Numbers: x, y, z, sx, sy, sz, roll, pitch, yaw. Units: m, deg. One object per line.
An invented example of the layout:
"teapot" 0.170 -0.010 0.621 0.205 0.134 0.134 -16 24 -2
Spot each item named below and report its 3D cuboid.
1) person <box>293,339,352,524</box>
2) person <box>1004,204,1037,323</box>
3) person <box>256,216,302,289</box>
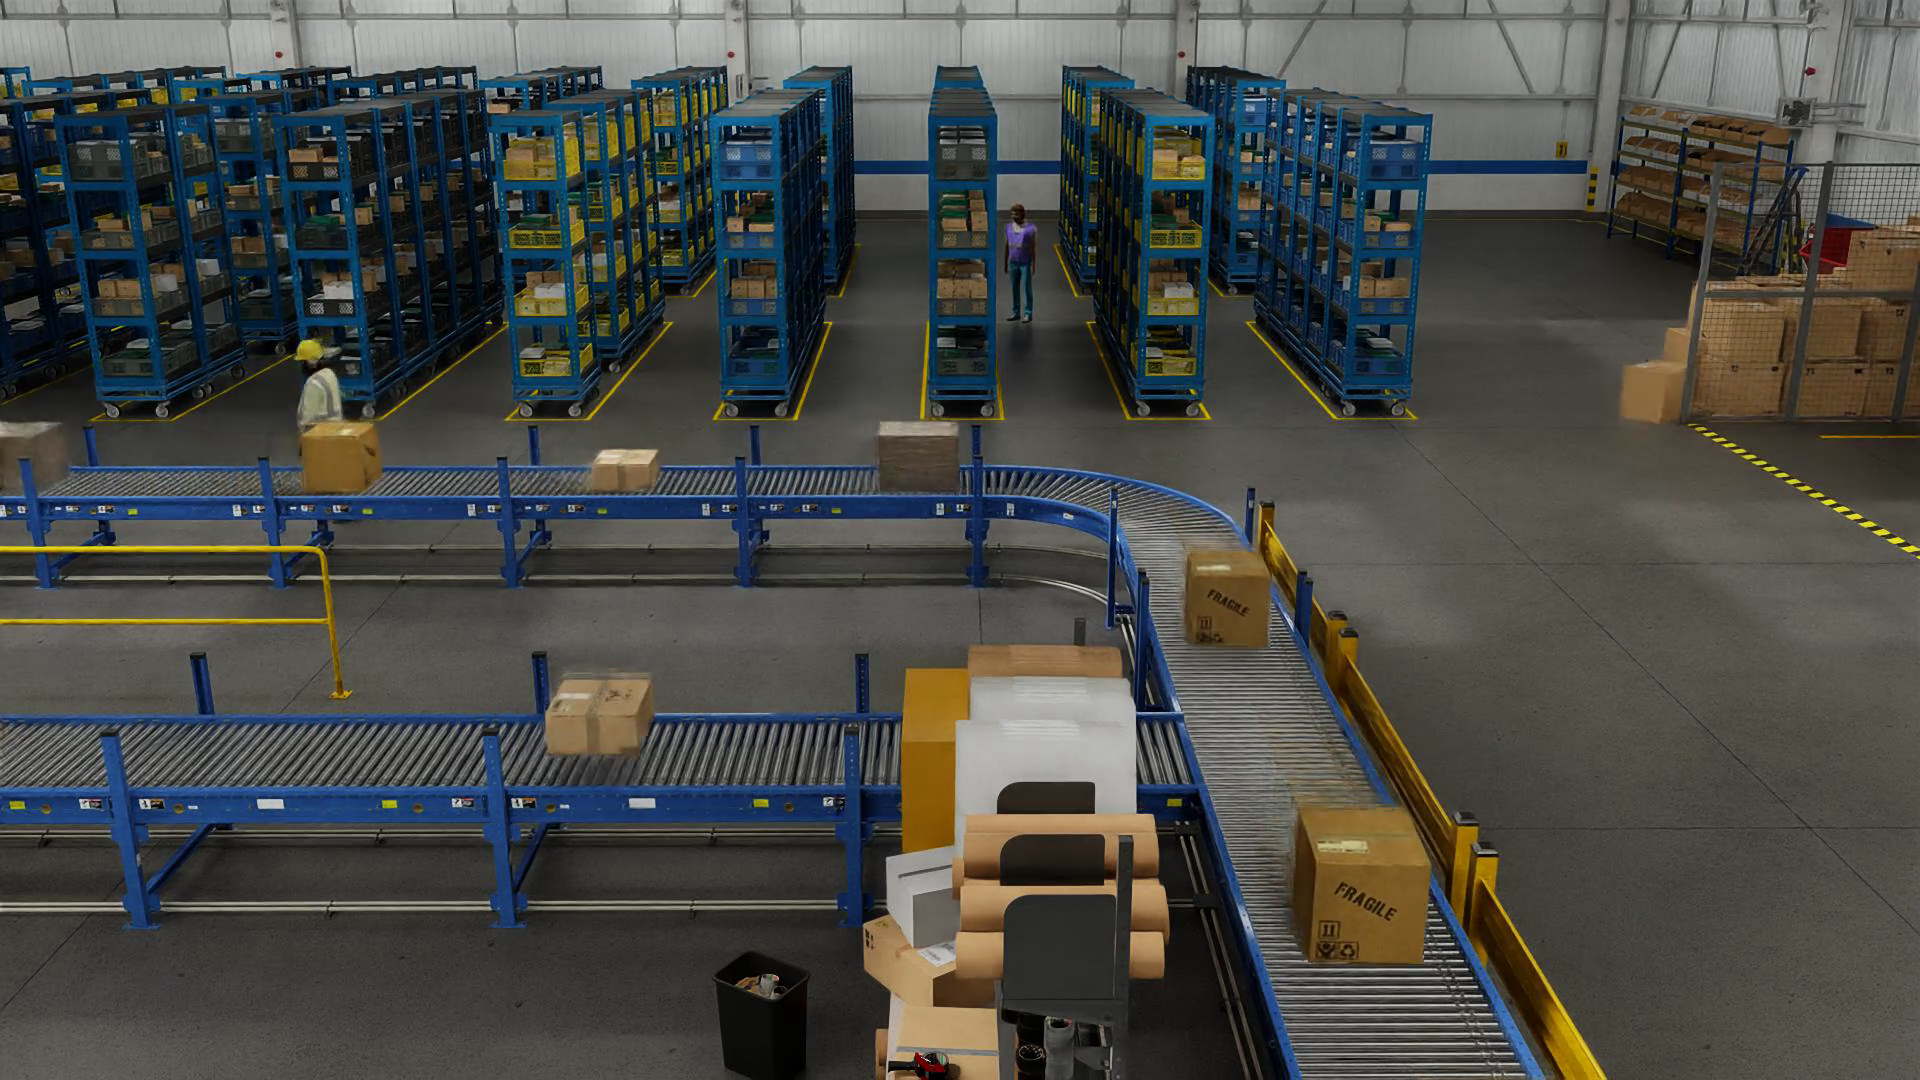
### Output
"person" -6.129 -1.030 15.912 0.584 1.807 0.624 -2 18 -5
"person" 0.943 -4.328 26.015 0.569 1.831 0.411 10 21 29
"person" -11.591 -5.087 28.158 0.733 1.946 0.689 2 18 5
